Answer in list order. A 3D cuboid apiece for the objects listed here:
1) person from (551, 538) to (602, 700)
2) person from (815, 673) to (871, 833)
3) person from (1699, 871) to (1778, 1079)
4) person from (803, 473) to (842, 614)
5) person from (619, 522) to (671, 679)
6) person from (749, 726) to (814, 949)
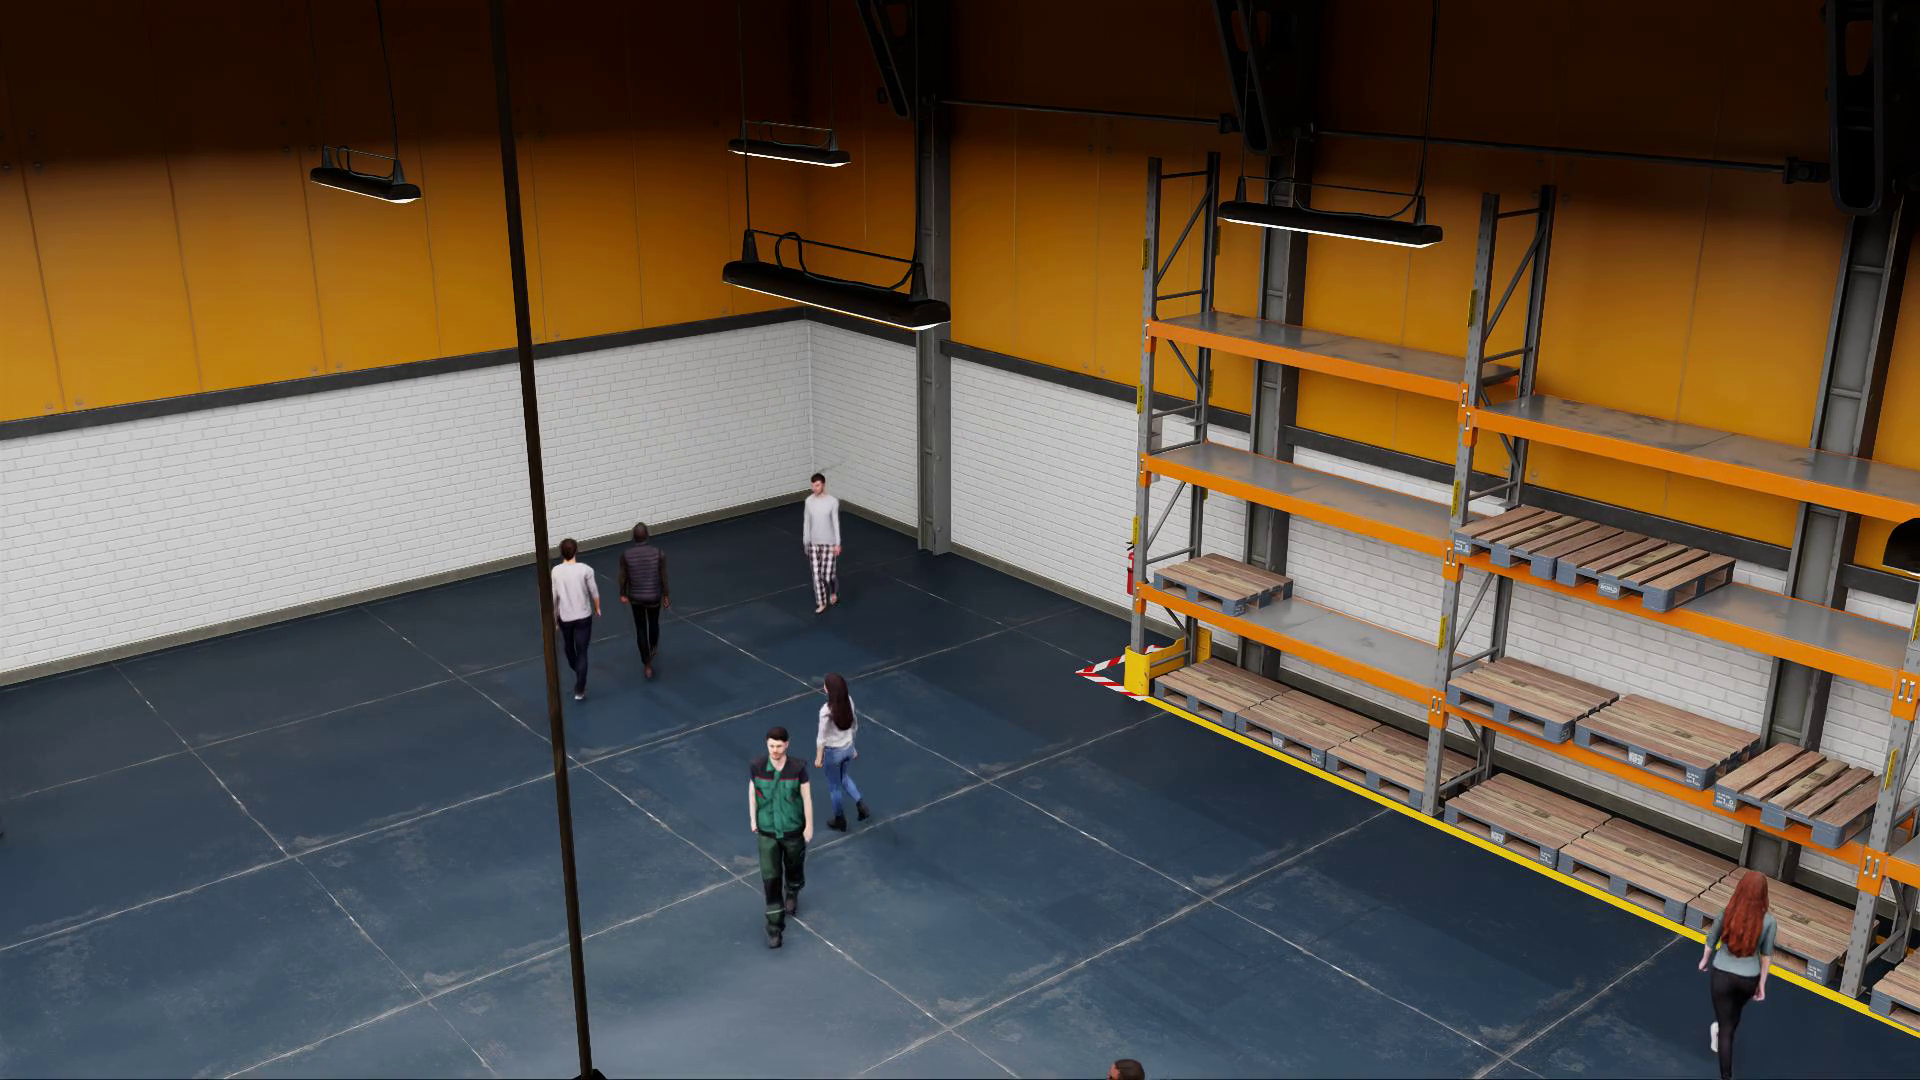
[{"bbox_3d":[-4.348,0.918,18.732,1.123,1.794,1.265,-1,19,-2],"label":"person"},{"bbox_3d":[-1.082,2.033,15.695,0.772,1.618,0.707,12,22,32],"label":"person"},{"bbox_3d":[5.586,3.242,11.996,1.136,1.688,1.086,5,19,13],"label":"person"},{"bbox_3d":[-1.733,0.013,21.353,0.821,1.835,0.882,5,19,15],"label":"person"},{"bbox_3d":[-3.664,0.729,19.303,1.074,1.786,1.269,-4,19,-10],"label":"person"},{"bbox_3d":[-1.500,2.427,14.154,1.172,1.855,1.297,0,19,0],"label":"person"}]
